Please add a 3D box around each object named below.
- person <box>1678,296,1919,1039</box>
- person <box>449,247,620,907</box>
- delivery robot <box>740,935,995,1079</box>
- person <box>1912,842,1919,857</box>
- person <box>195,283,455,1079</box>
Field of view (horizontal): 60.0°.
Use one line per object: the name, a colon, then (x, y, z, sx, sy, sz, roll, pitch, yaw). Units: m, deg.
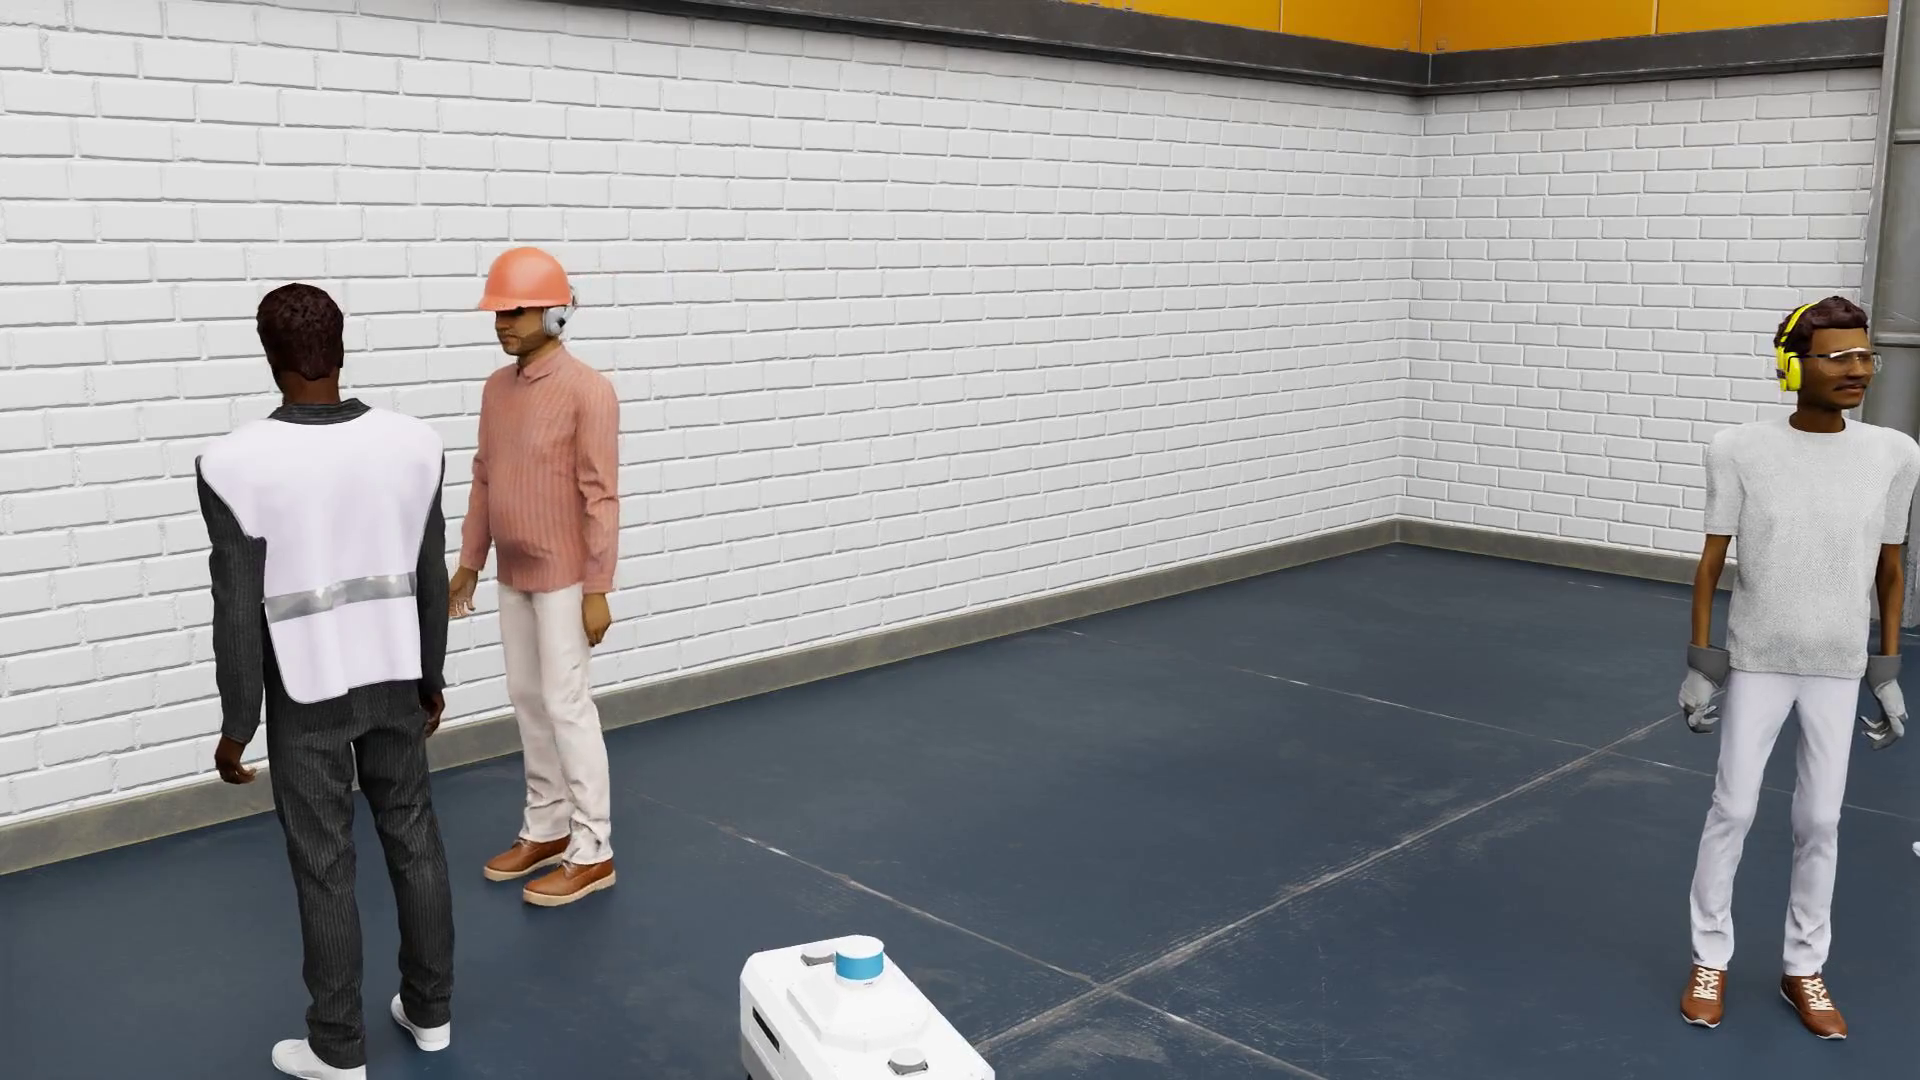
person: (2.110, 0.329, 4.201, 0.531, 1.875, 0.316, 2, 11, 13)
person: (-1.298, 0.102, 5.148, 0.632, 1.987, 0.414, 9, 14, 42)
delivery robot: (-0.210, 1.072, 3.480, 0.477, 0.478, 0.707, -4, 12, -24)
person: (3.503, 0.269, 5.017, 0.493, 1.700, 0.870, -10, 14, -43)
person: (-1.472, 0.357, 3.953, 0.399, 1.913, 0.589, 10, 14, 42)
